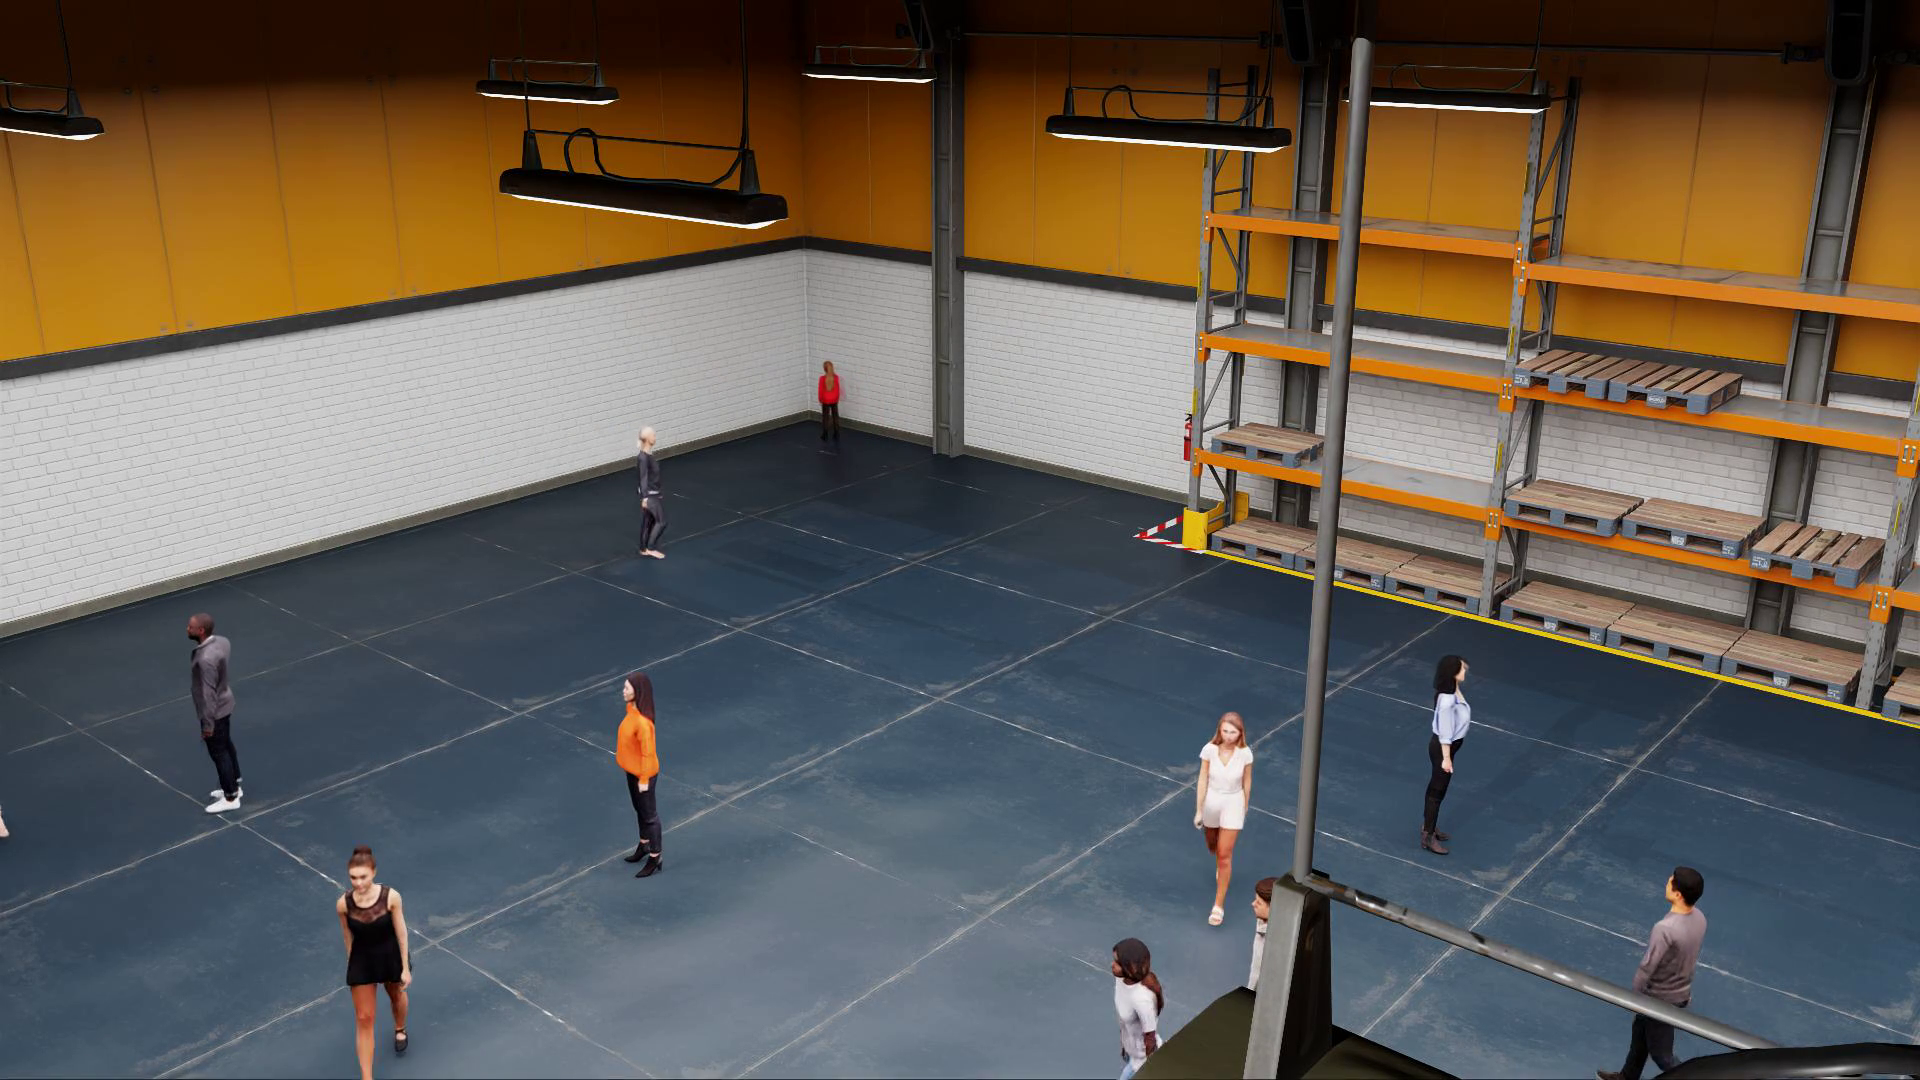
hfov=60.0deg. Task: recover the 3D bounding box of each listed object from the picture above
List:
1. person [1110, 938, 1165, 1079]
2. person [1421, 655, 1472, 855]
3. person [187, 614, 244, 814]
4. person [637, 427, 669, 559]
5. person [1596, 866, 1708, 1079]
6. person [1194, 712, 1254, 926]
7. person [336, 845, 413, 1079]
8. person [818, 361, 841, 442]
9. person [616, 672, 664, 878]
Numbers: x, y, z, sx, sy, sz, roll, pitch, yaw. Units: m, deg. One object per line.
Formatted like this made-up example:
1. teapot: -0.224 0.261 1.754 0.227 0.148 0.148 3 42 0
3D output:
1. person: 1.169 3.131 9.982 1.086 1.681 1.070 -4 19 -11
2. person: 4.047 1.768 13.934 0.697 1.742 0.724 6 19 17
3. person: -6.530 1.494 14.628 0.871 1.818 0.770 -4 19 -13
4. person: -4.005 -0.593 20.991 0.791 1.712 0.719 -4 19 -10
5. person: 4.523 2.924 10.504 0.773 1.740 1.135 15 24 38
6. person: 2.074 2.095 13.090 1.126 1.661 0.922 6 20 17
7. person: -3.862 2.775 11.112 1.006 1.635 1.146 -4 19 -13
8. person: -2.070 -2.228 26.519 0.582 1.283 0.624 -7 20 -19
9. person: -2.594 1.887 13.569 0.758 1.749 0.632 -9 20 -24
